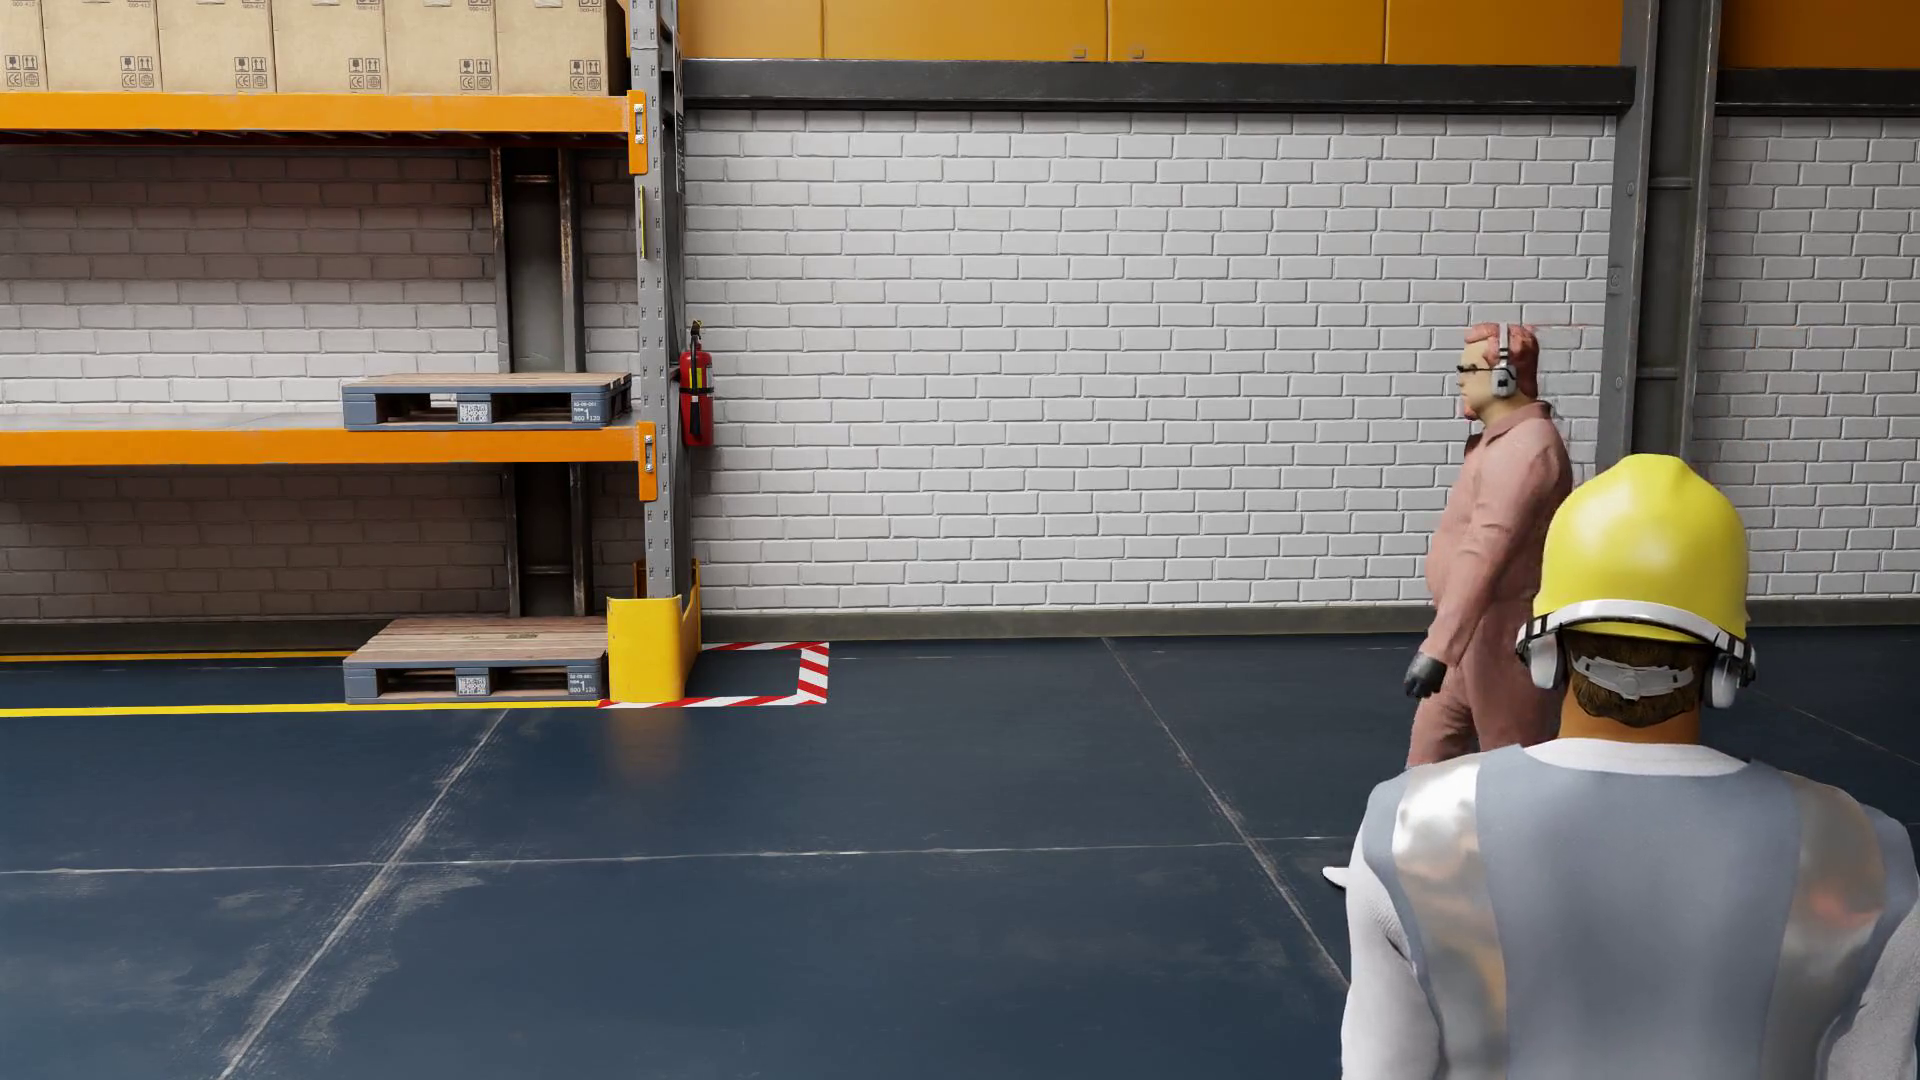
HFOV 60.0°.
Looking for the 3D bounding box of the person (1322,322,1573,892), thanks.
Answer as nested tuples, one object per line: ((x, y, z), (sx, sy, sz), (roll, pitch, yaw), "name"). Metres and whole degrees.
((1.474, 0.294, 5.030), (0.799, 1.880, 0.653), (2, 9, 14), "person")

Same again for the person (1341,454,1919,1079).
((0.722, 0.818, 1.872), (0.586, 1.833, 0.403), (3, 9, 16), "person")
